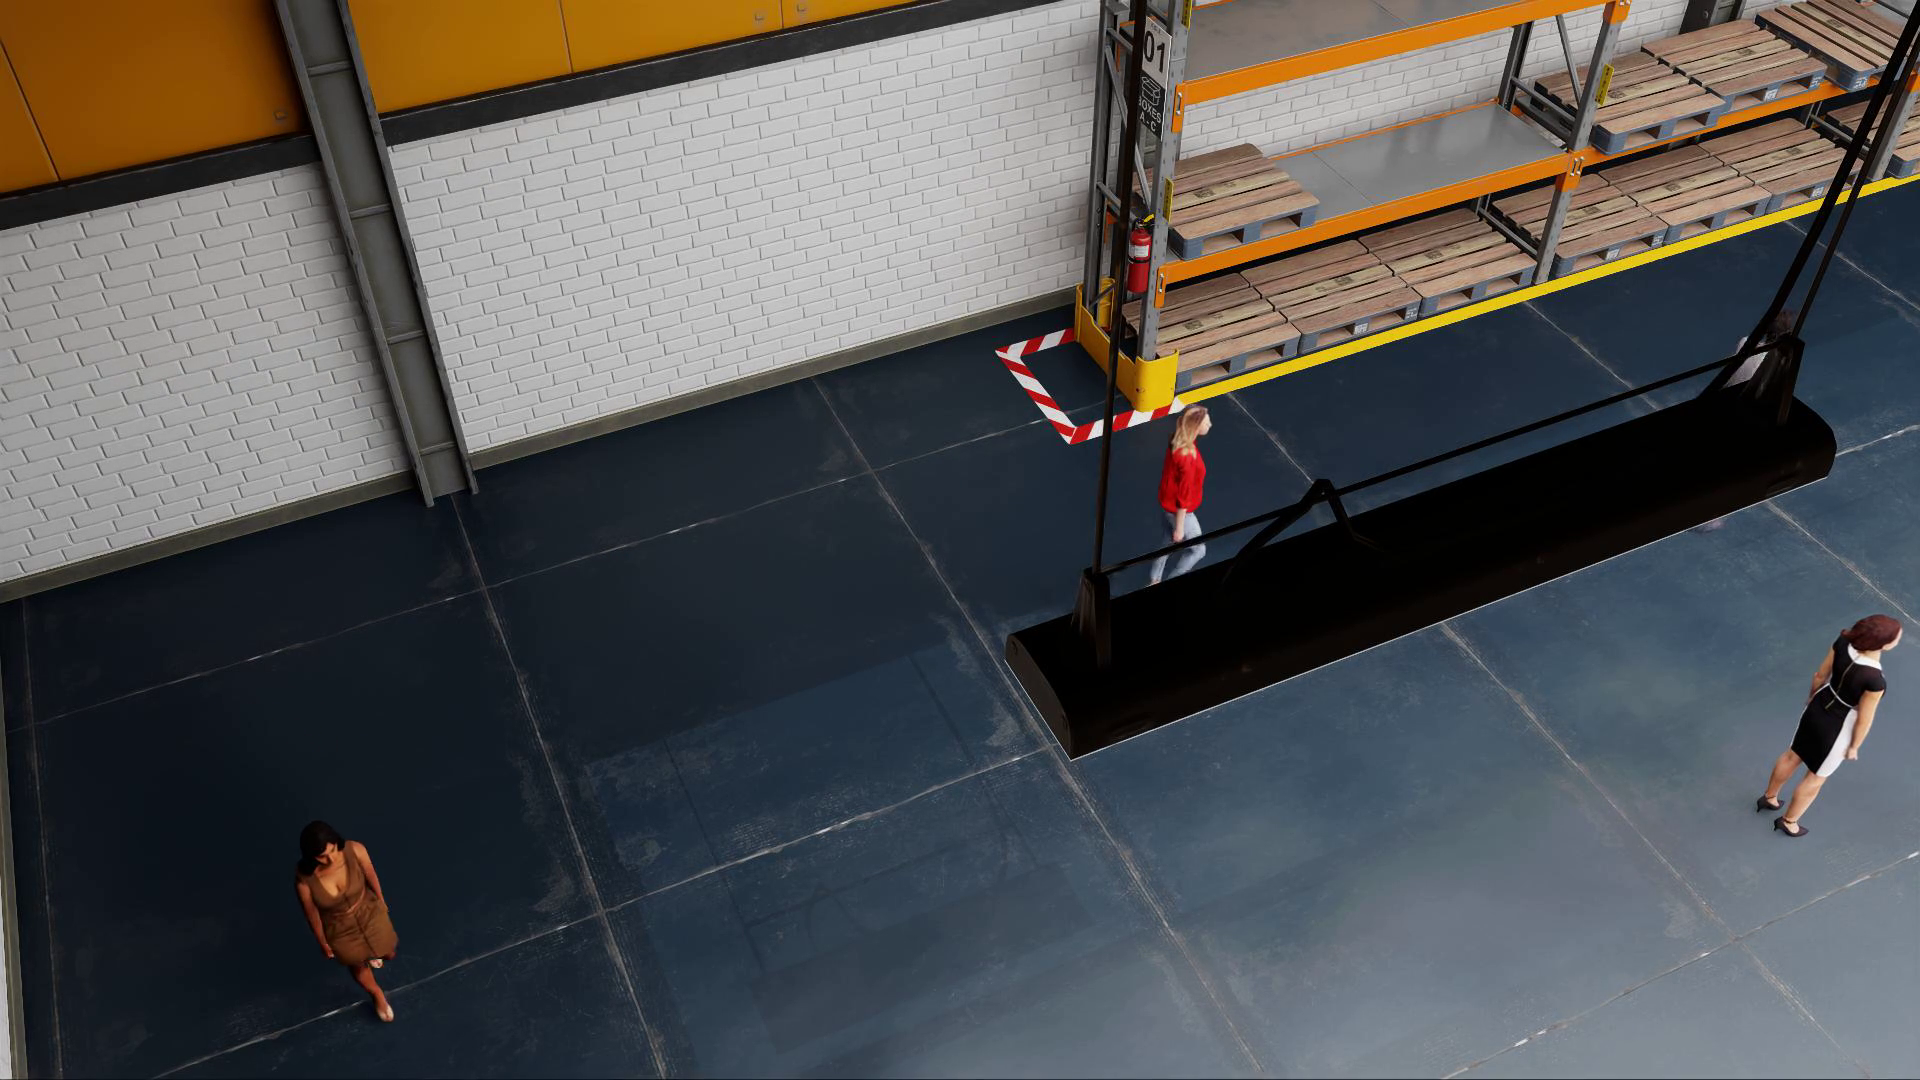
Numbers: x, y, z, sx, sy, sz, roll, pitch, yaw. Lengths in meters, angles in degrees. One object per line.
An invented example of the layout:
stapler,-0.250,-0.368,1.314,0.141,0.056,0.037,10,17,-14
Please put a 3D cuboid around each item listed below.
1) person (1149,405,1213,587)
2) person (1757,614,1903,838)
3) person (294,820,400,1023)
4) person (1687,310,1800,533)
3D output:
person,1.400,-0.214,11.236,0.700,1.695,0.715,-4,44,-5
person,5.118,1.094,9.790,0.546,1.796,0.622,-9,44,-10
person,-3.319,1.990,8.939,0.717,1.674,0.718,-30,51,-28
person,5.395,-0.791,11.686,0.830,1.910,0.842,-2,44,-2
